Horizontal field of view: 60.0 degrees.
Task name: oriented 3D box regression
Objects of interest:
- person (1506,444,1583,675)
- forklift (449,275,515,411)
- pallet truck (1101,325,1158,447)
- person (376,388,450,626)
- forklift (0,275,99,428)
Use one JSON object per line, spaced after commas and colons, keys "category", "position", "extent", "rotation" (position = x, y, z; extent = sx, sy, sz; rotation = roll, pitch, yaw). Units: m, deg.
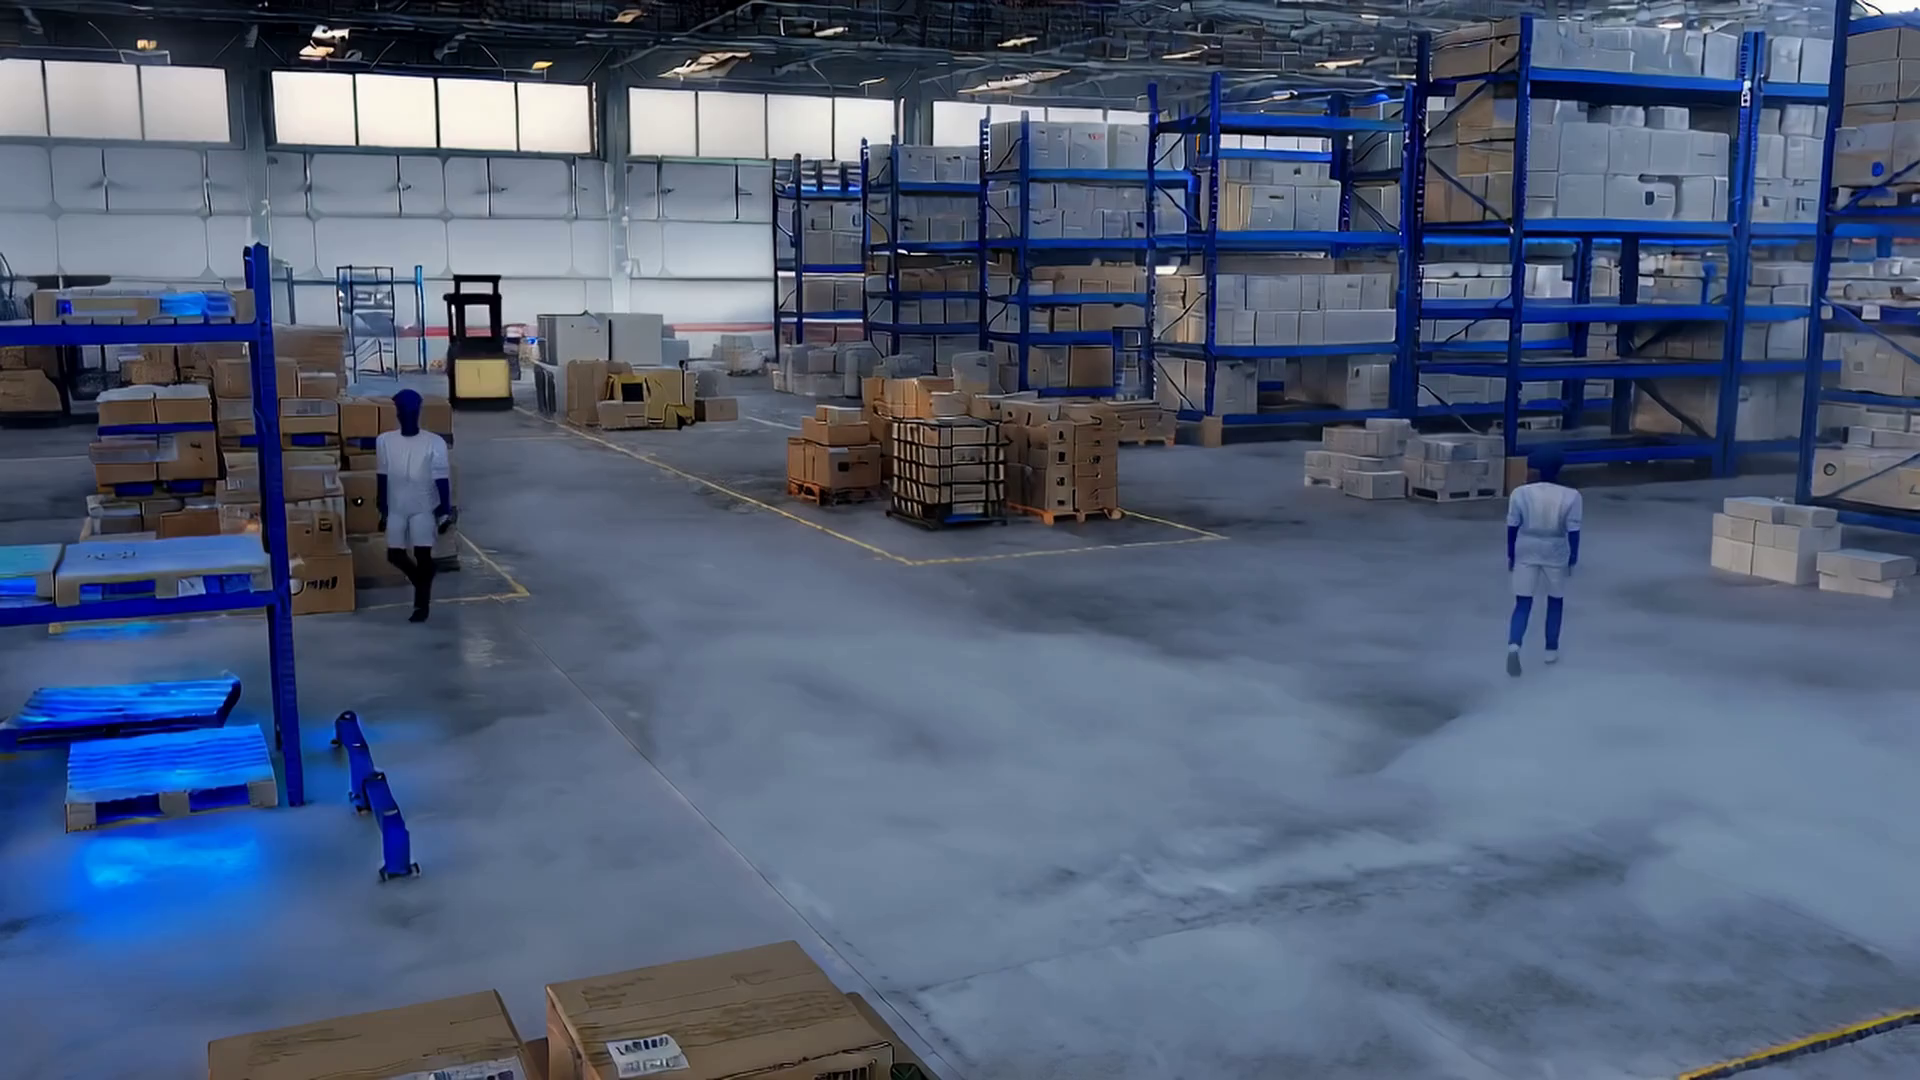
{"category": "person", "position": [4.187, 0.140, 11.998], "extent": [0.538, 1.665, 0.829], "rotation": [5, 11, 29]}
{"category": "forklift", "position": [-10.074, -4.146, 34.812], "extent": [1.129, 2.768, 1.873], "rotation": [-4, 10, -25]}
{"category": "pallet truck", "position": [2.881, -2.596, 27.923], "extent": [0.823, 1.965, 1.885], "rotation": [-1, 9, -7]}
{"category": "person", "position": [-4.495, -0.286, 13.734], "extent": [0.625, 1.950, 0.511], "rotation": [1, 9, 7]}
{"category": "forklift", "position": [-17.011, -3.559, 31.168], "extent": [1.873, 2.768, 1.129], "rotation": [-4, 10, -25]}
